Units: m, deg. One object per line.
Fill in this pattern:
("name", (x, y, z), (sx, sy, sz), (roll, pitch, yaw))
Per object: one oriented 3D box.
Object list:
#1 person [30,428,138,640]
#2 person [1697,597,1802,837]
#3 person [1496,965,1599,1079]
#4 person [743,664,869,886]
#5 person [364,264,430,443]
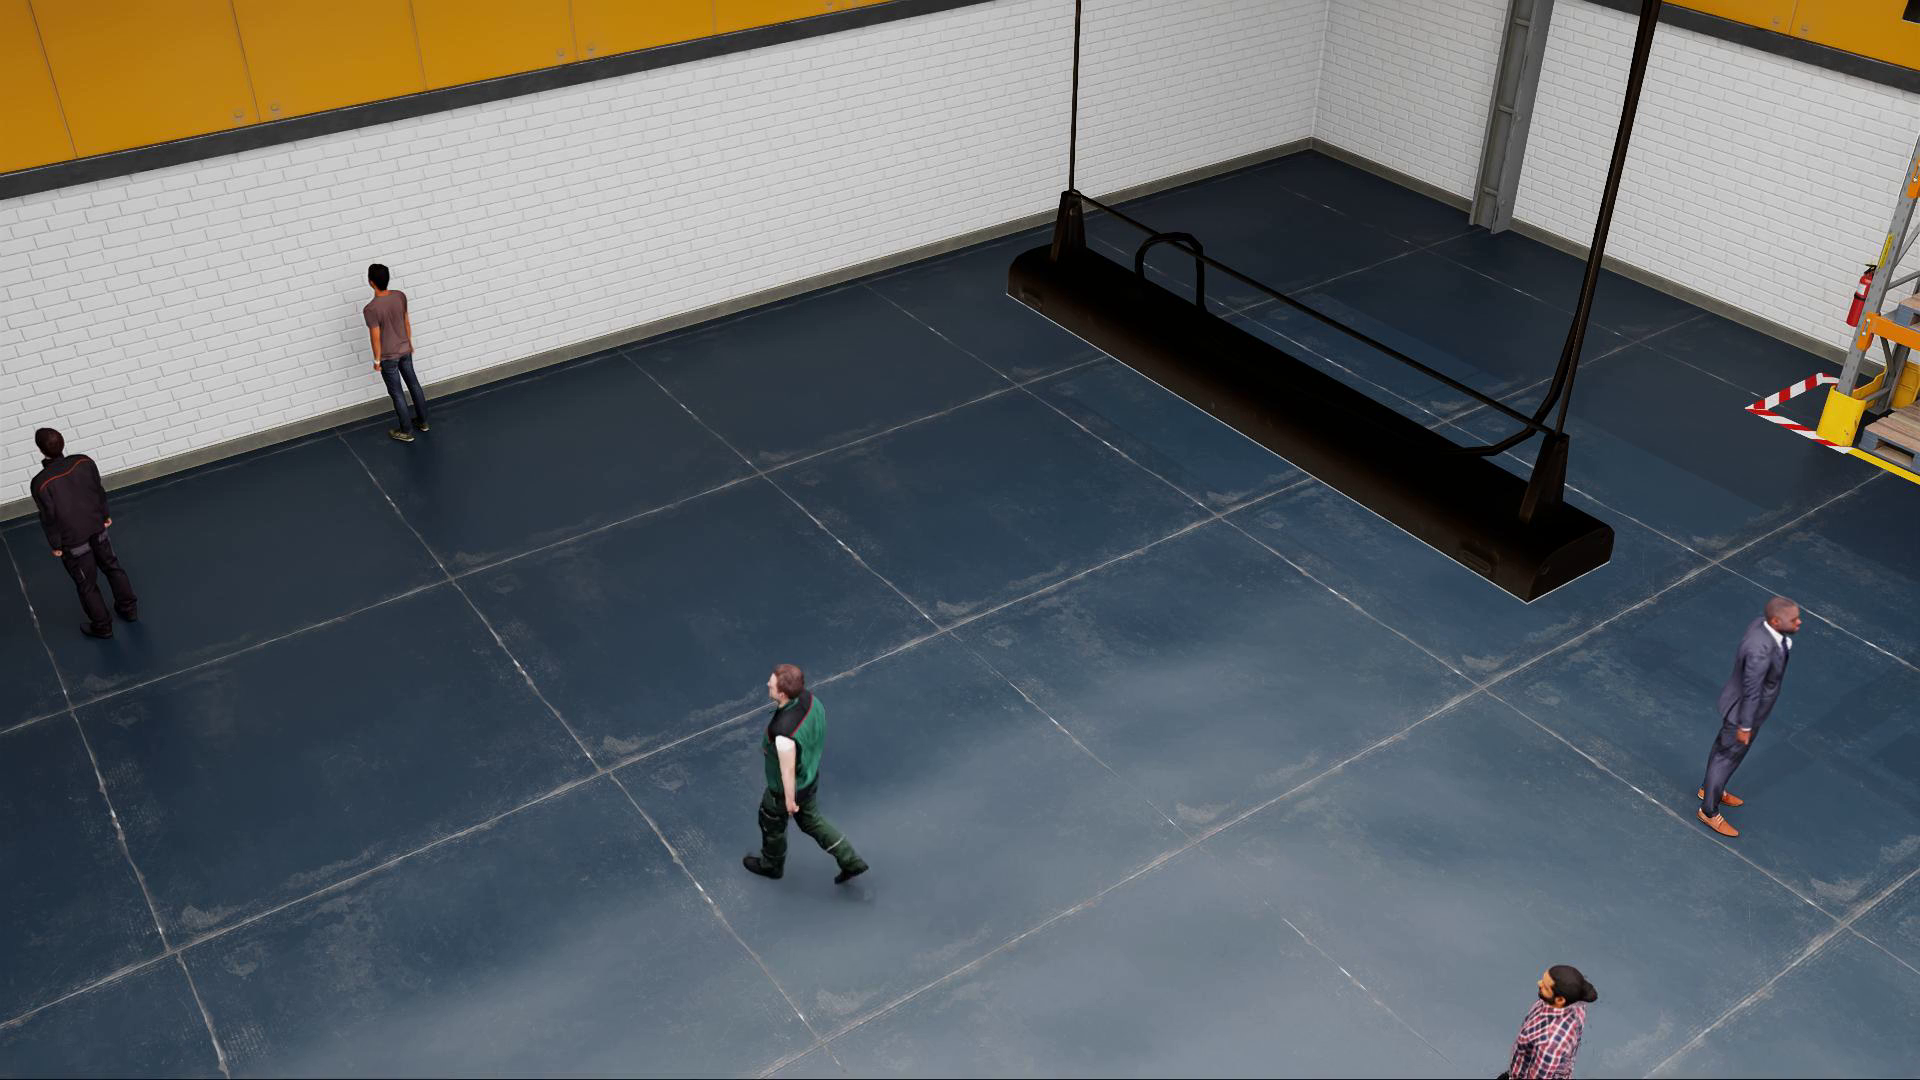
("person", (-6.892, -0.067, 13.032), (0.771, 1.839, 0.805), (15, 37, 22))
("person", (5.304, 1.135, 11.238), (0.771, 1.824, 0.781), (17, 37, 24))
("person", (3.077, 2.863, 8.700), (0.824, 1.755, 0.814), (14, 36, 20))
("person", (-1.004, 1.537, 10.640), (1.201, 1.817, 1.038), (12, 35, 17))
("person", (-5.314, -1.774, 15.654), (0.679, 1.779, 0.700), (19, 38, 26))
